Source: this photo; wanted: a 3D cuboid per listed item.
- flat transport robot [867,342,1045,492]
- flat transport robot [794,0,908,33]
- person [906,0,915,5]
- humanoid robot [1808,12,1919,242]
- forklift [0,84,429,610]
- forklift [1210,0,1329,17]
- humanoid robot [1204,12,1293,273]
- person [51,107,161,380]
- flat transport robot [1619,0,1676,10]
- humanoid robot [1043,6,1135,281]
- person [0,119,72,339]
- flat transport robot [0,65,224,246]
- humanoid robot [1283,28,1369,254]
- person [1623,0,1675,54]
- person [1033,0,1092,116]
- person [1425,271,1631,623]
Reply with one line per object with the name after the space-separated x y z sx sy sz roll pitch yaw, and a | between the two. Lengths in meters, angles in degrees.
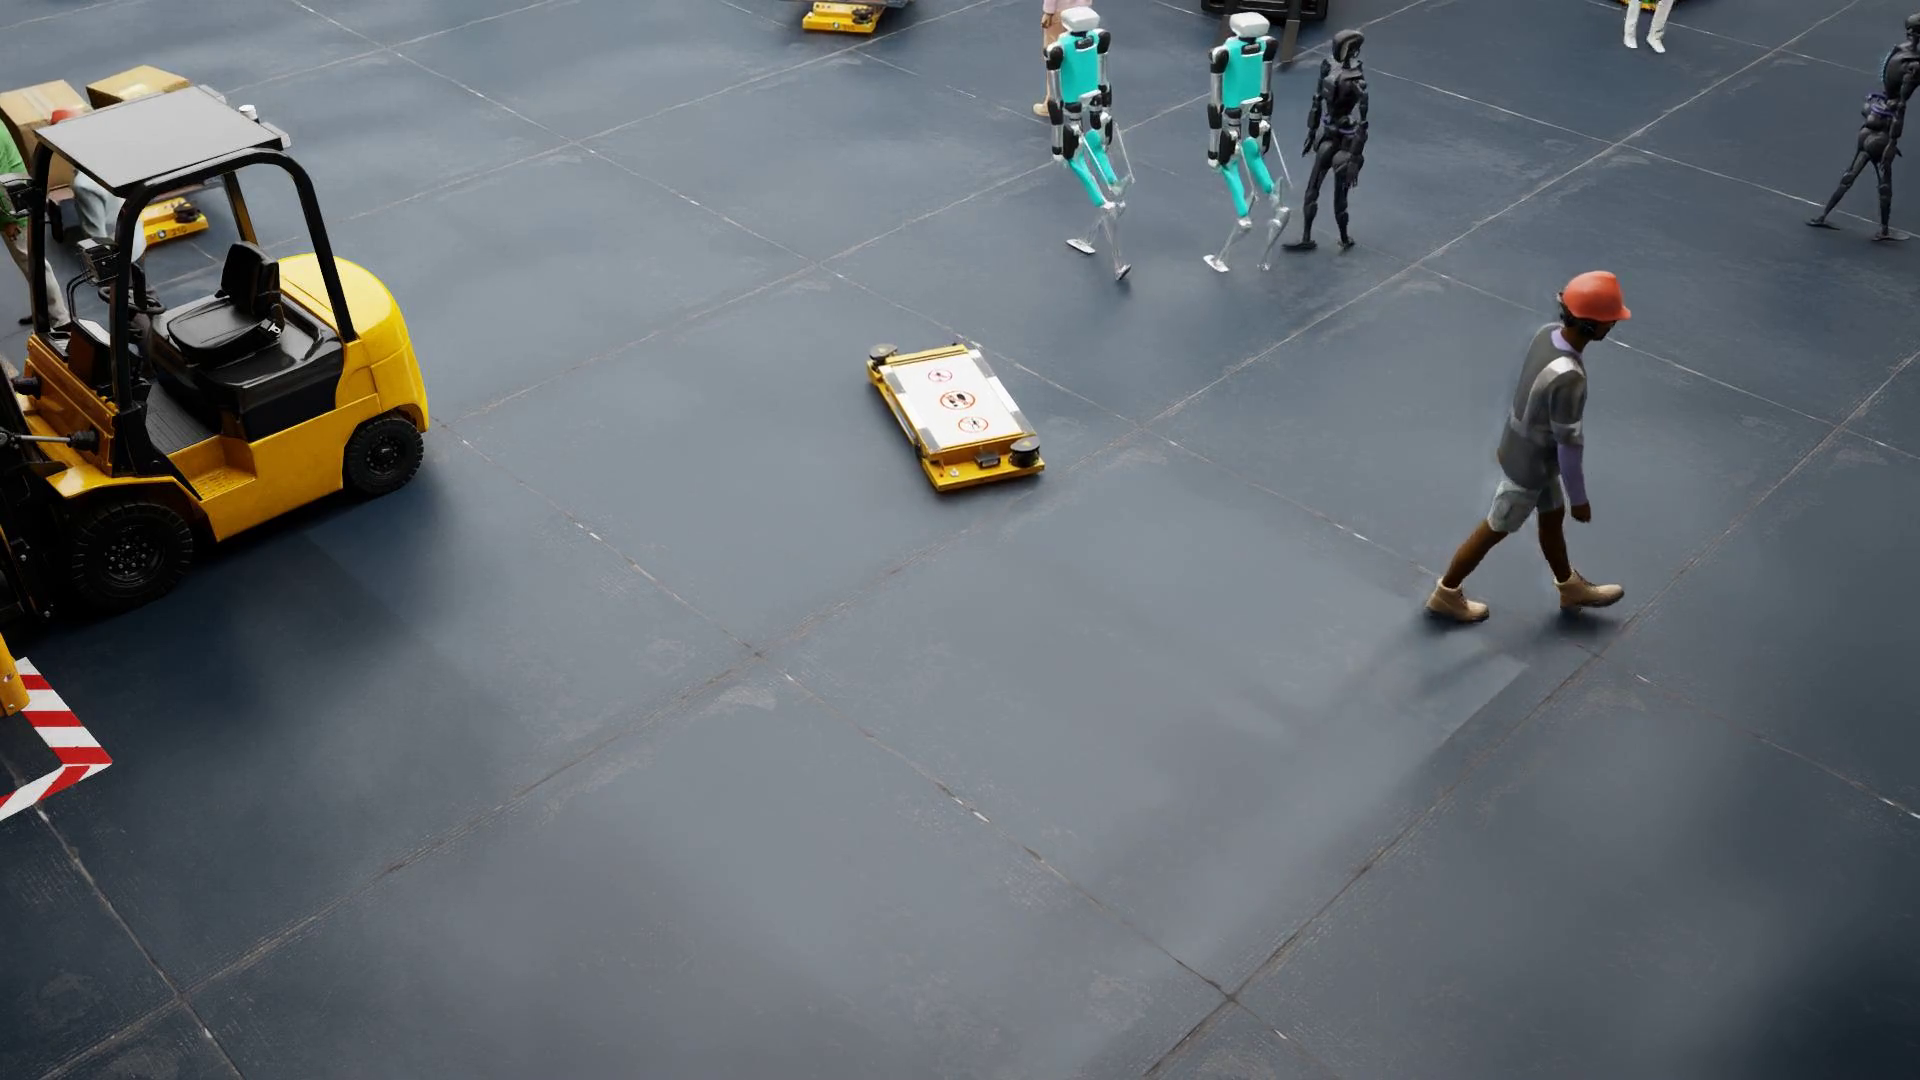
-0.050 -0.793 10.058 0.659 0.231 1.431 -12 38 -15 | flat transport robot
-1.018 -5.215 15.977 0.659 0.231 1.431 7 37 9 | flat transport robot
-0.648 -6.083 15.744 0.361 1.939 0.633 -5 37 -7 | person
6.591 -2.917 11.744 0.691 1.637 0.600 10 38 13 | humanoid robot
-4.145 -1.093 8.856 2.313 2.155 1.214 -31 47 -34 | forklift
3.106 -6.400 15.960 1.214 2.155 2.313 8 37 10 | forklift
2.021 -2.599 11.275 0.532 1.798 0.755 -21 42 -25 | humanoid robot
-5.182 -1.808 10.187 0.345 1.740 0.572 -2 37 -3 | person
6.955 -5.530 16.399 1.431 0.231 0.659 -25 43 -29 | flat transport robot
0.999 -2.630 11.335 0.547 1.817 0.904 -25 44 -30 | humanoid robot
-6.081 -2.125 10.583 0.385 1.780 0.551 -24 43 -28 | person
-6.212 -2.556 12.418 0.659 0.231 1.431 -26 44 -30 | flat transport robot
2.621 -2.747 11.514 0.470 1.647 0.601 -16 40 -20 | humanoid robot
6.205 -5.121 14.719 0.522 1.625 0.540 -1 37 -1 | person
0.889 -4.340 13.551 0.403 1.772 0.538 27 44 31 | person
2.895 -0.379 8.065 1.016 1.992 0.621 8 37 10 | person
